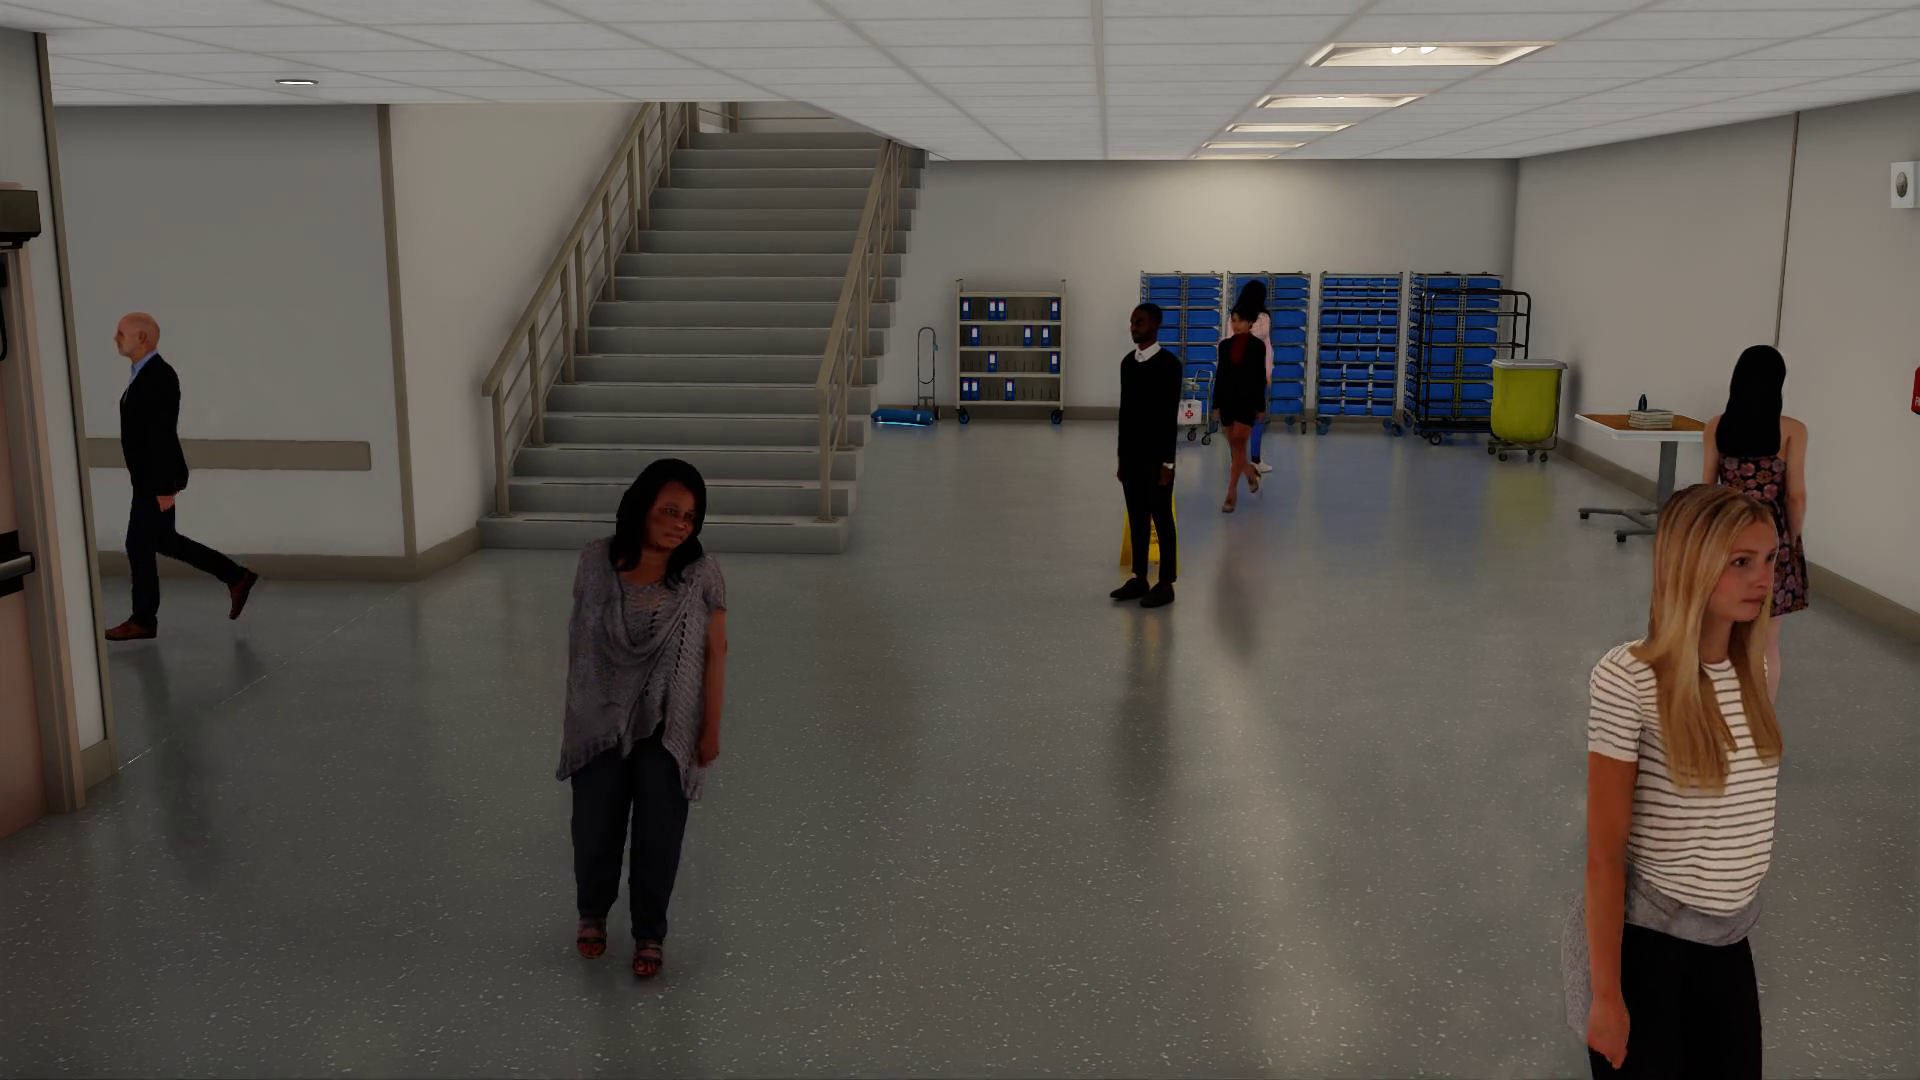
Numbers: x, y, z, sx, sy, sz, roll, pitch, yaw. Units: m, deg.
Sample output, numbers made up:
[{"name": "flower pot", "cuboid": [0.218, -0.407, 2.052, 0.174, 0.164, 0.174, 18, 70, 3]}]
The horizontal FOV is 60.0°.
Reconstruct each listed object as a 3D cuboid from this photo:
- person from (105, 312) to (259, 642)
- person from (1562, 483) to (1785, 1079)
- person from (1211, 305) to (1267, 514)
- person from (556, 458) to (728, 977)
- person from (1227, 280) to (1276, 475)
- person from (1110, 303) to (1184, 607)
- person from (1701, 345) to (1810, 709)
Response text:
[{"name": "person", "cuboid": [-4.317, -0.338, 9.124, 1.111, 1.777, 1.142, -6, 12, -29]}, {"name": "person", "cuboid": [1.251, 0.775, 3.170, 0.844, 1.810, 0.906, -6, 12, -29]}, {"name": "person", "cuboid": [2.247, -1.028, 13.225, 0.857, 1.604, 1.100, 7, 13, 31]}, {"name": "person", "cuboid": [-0.992, 0.531, 5.074, 0.697, 1.580, 0.674, 3, 11, 14]}, {"name": "person", "cuboid": [2.667, -1.513, 15.347, 0.725, 1.766, 0.758, 10, 15, 43]}, {"name": "person", "cuboid": [1.149, -0.523, 10.017, 0.740, 1.808, 0.687, -10, 14, -41]}, {"name": "person", "cuboid": [3.314, 0.065, 7.011, 0.796, 1.773, 0.836, 8, 13, 35]}]
